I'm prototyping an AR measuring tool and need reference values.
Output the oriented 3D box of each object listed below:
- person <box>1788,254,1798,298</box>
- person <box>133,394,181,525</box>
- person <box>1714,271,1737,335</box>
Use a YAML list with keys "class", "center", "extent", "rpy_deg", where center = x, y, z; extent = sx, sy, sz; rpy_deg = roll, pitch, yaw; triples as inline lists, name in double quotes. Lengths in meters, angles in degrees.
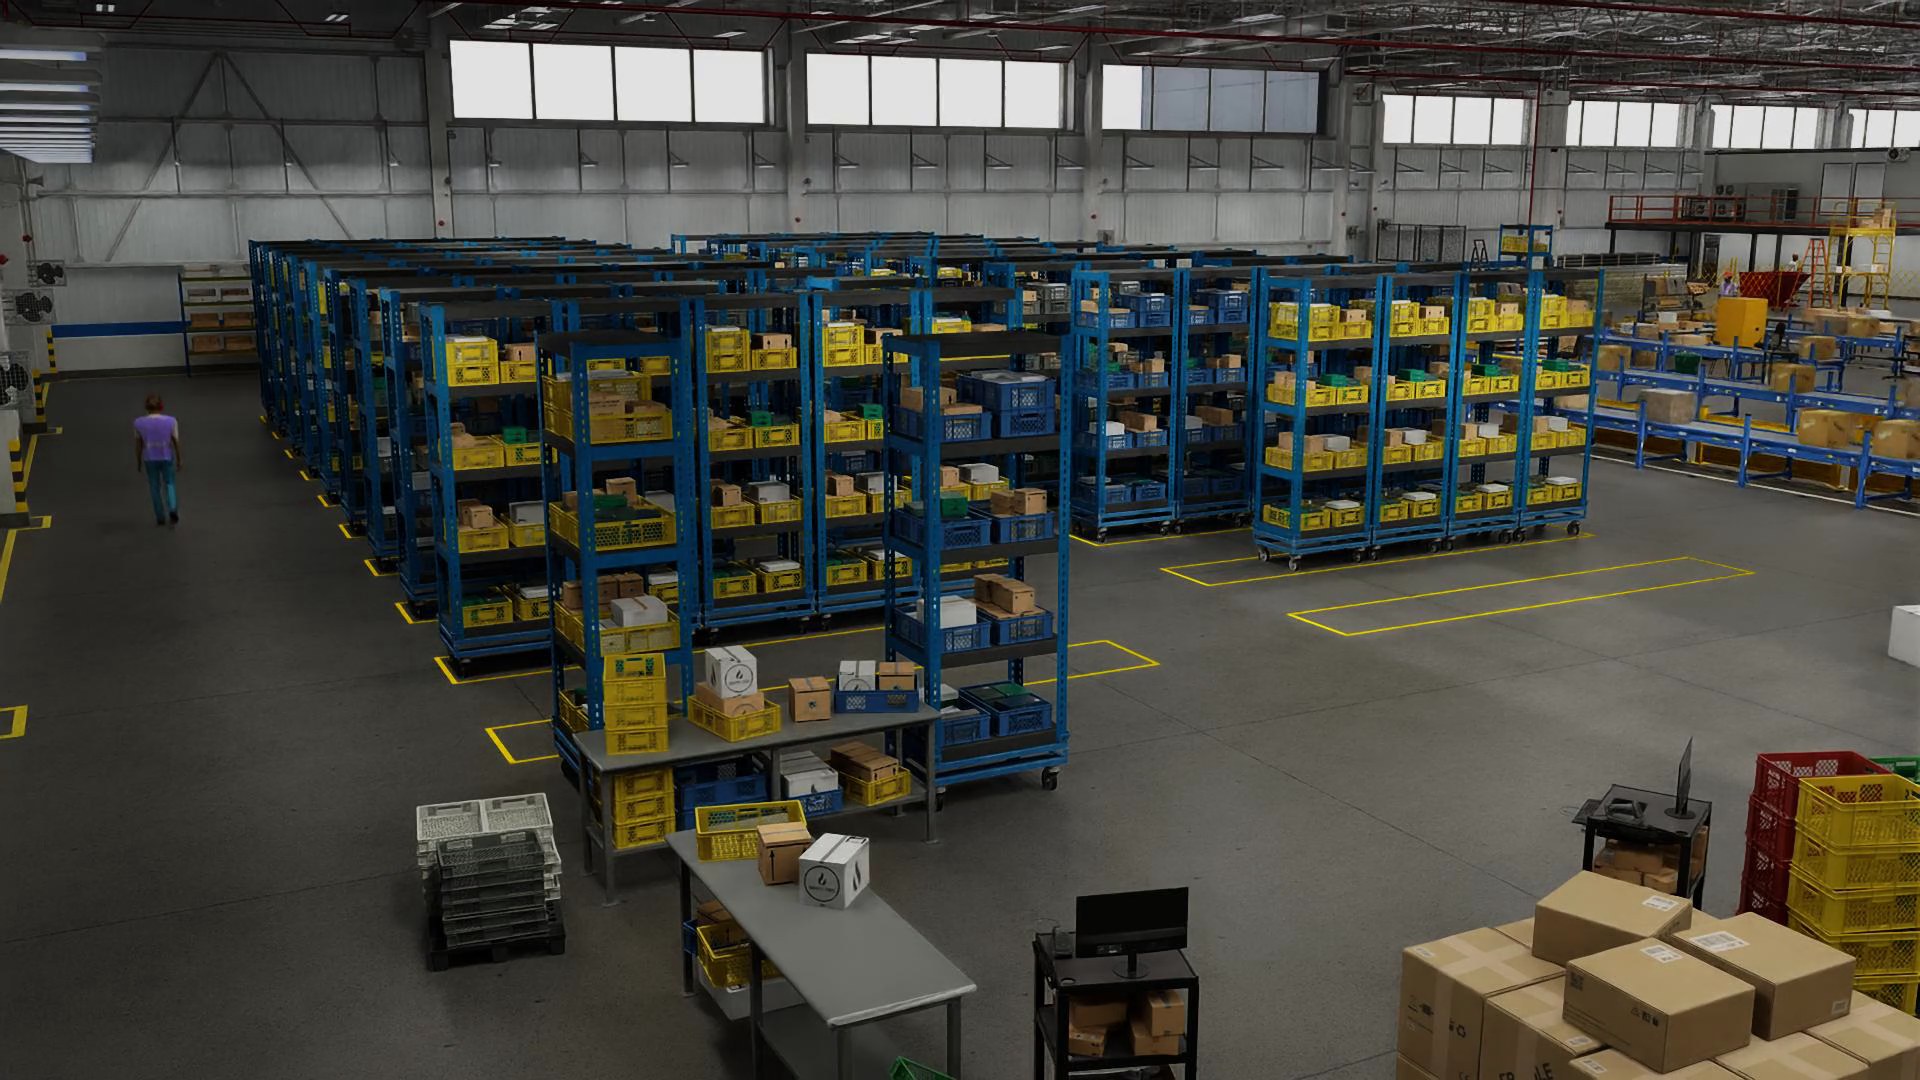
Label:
- class: "person"
  center: [34.456, -10.897, 68.846]
  extent: [0.358, 1.880, 0.564]
  rpy_deg: [9, 15, 37]
- class: "person"
  center: [-11.190, -1.114, 23.210]
  extent: [0.563, 1.829, 0.462]
  rpy_deg: [-7, 14, -29]
- class: "person"
  center: [24.069, -7.440, 52.280]
  extent: [0.393, 2.041, 0.613]
  rpy_deg: [-7, 14, -29]
